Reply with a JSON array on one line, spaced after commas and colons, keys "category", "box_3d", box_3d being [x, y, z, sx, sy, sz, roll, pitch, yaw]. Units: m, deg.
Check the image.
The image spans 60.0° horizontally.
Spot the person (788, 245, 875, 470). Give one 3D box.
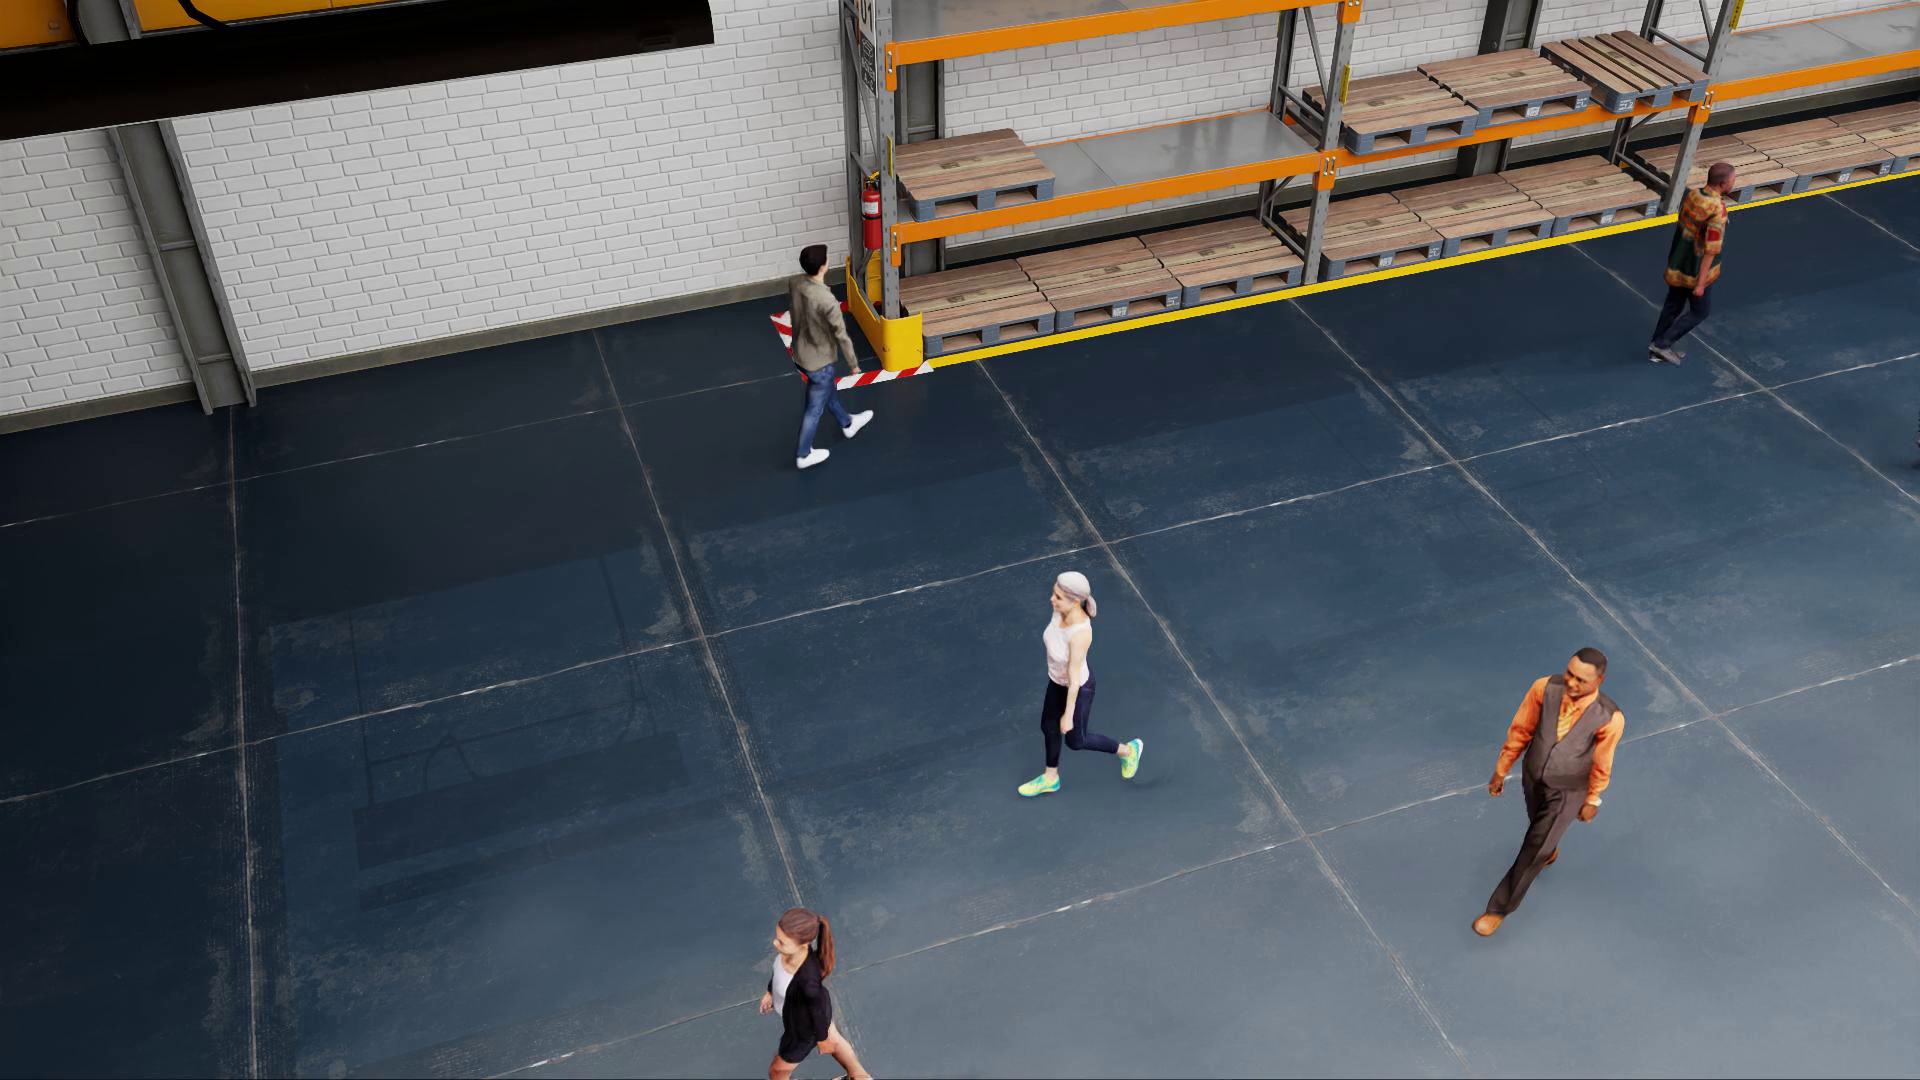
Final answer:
[{"category": "person", "box_3d": [-1.144, -1.316, 12.419, 1.142, 1.835, 0.927, -26, 45, -29]}]

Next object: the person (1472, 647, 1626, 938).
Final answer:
[{"category": "person", "box_3d": [3.327, 1.272, 9.153, 1.274, 1.867, 0.960, -27, 46, -29]}]

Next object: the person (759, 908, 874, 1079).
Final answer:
[{"category": "person", "box_3d": [-0.678, 2.306, 8.141, 1.053, 1.515, 0.602, -9, 39, -11]}]

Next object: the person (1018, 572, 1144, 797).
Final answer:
[{"category": "person", "box_3d": [0.736, 0.873, 9.799, 1.004, 1.686, 0.666, -9, 39, -11]}]

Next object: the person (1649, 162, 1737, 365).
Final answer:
[{"category": "person", "box_3d": [5.907, -2.230, 13.593, 0.743, 1.799, 0.766, -3, 39, -4]}]
